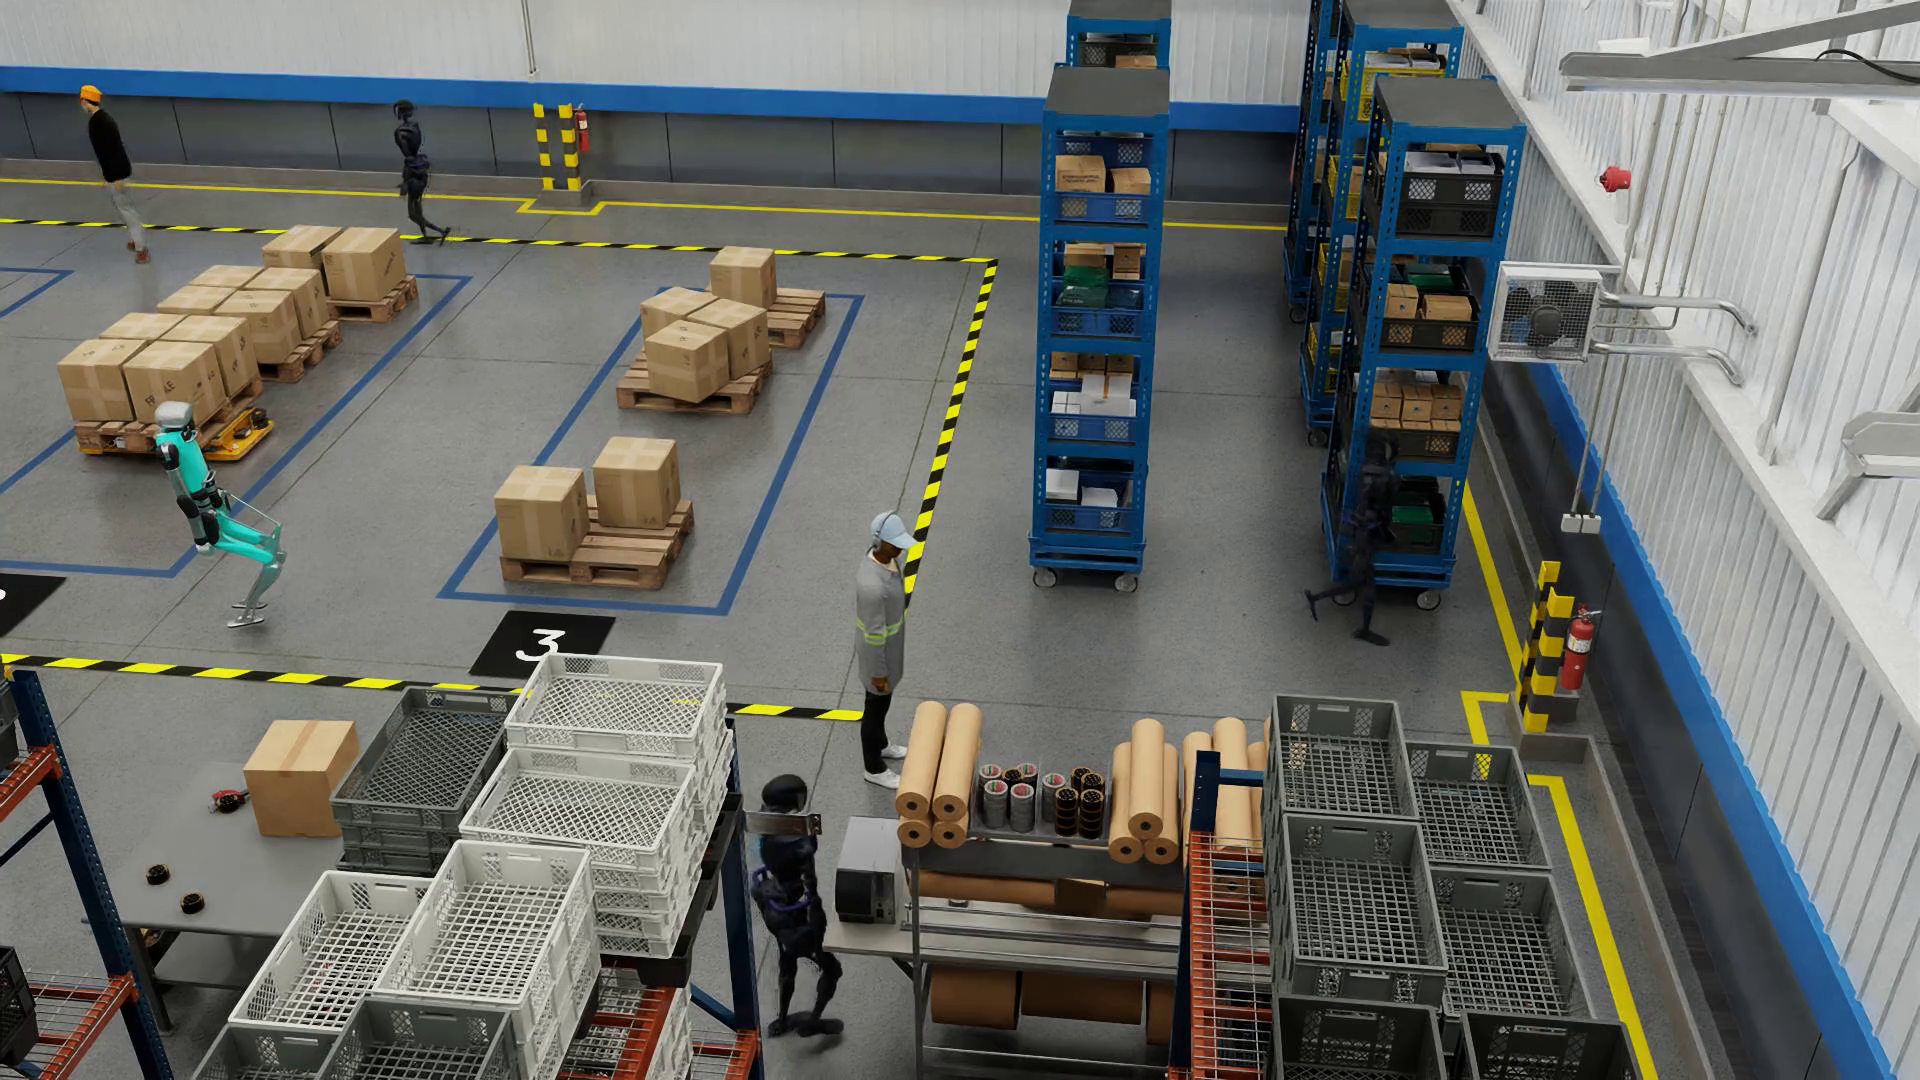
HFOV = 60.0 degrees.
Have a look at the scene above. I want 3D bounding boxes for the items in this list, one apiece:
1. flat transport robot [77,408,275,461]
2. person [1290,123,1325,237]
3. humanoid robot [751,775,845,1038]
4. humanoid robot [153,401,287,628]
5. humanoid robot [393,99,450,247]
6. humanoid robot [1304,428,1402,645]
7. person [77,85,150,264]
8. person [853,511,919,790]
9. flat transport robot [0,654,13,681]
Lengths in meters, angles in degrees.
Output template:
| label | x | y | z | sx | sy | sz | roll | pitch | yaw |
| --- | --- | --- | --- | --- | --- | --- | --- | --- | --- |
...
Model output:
| label | x | y | z | sx | sy | sz | roll | pitch | yaw |
| --- | --- | --- | --- | --- | --- | --- | --- | --- | --- |
| flat transport robot | -6.728 | -0.944 | 14.268 | 1.431 | 0.197 | 0.652 | 3 | 30 | 6 |
| person | 3.658 | -3.775 | 17.471 | 0.373 | 1.966 | 0.603 | 10 | 32 | 16 |
| humanoid robot | -0.825 | 1.795 | 8.192 | 0.351 | 1.651 | 0.599 | -18 | 35 | -27 |
| humanoid robot | -4.971 | -0.183 | 11.391 | 0.735 | 1.681 | 0.533 | -4 | 30 | -7 |
| humanoid robot | -5.890 | -4.003 | 18.151 | 0.497 | 1.636 | 0.599 | -2 | 30 | -4 |
| humanoid robot | 2.719 | -0.057 | 11.398 | 0.666 | 1.632 | 0.584 | 17 | 34 | 26 |
| person | -9.067 | -3.908 | 17.839 | 0.387 | 1.843 | 0.742 | -11 | 32 | -18 |
| person | -0.434 | 0.640 | 10.005 | 0.404 | 1.848 | 0.589 | 3 | 30 | 5 |
| flat transport robot | -7.142 | 0.969 | 11.010 | 1.431 | 0.231 | 0.659 | 3 | 30 | 6 |
